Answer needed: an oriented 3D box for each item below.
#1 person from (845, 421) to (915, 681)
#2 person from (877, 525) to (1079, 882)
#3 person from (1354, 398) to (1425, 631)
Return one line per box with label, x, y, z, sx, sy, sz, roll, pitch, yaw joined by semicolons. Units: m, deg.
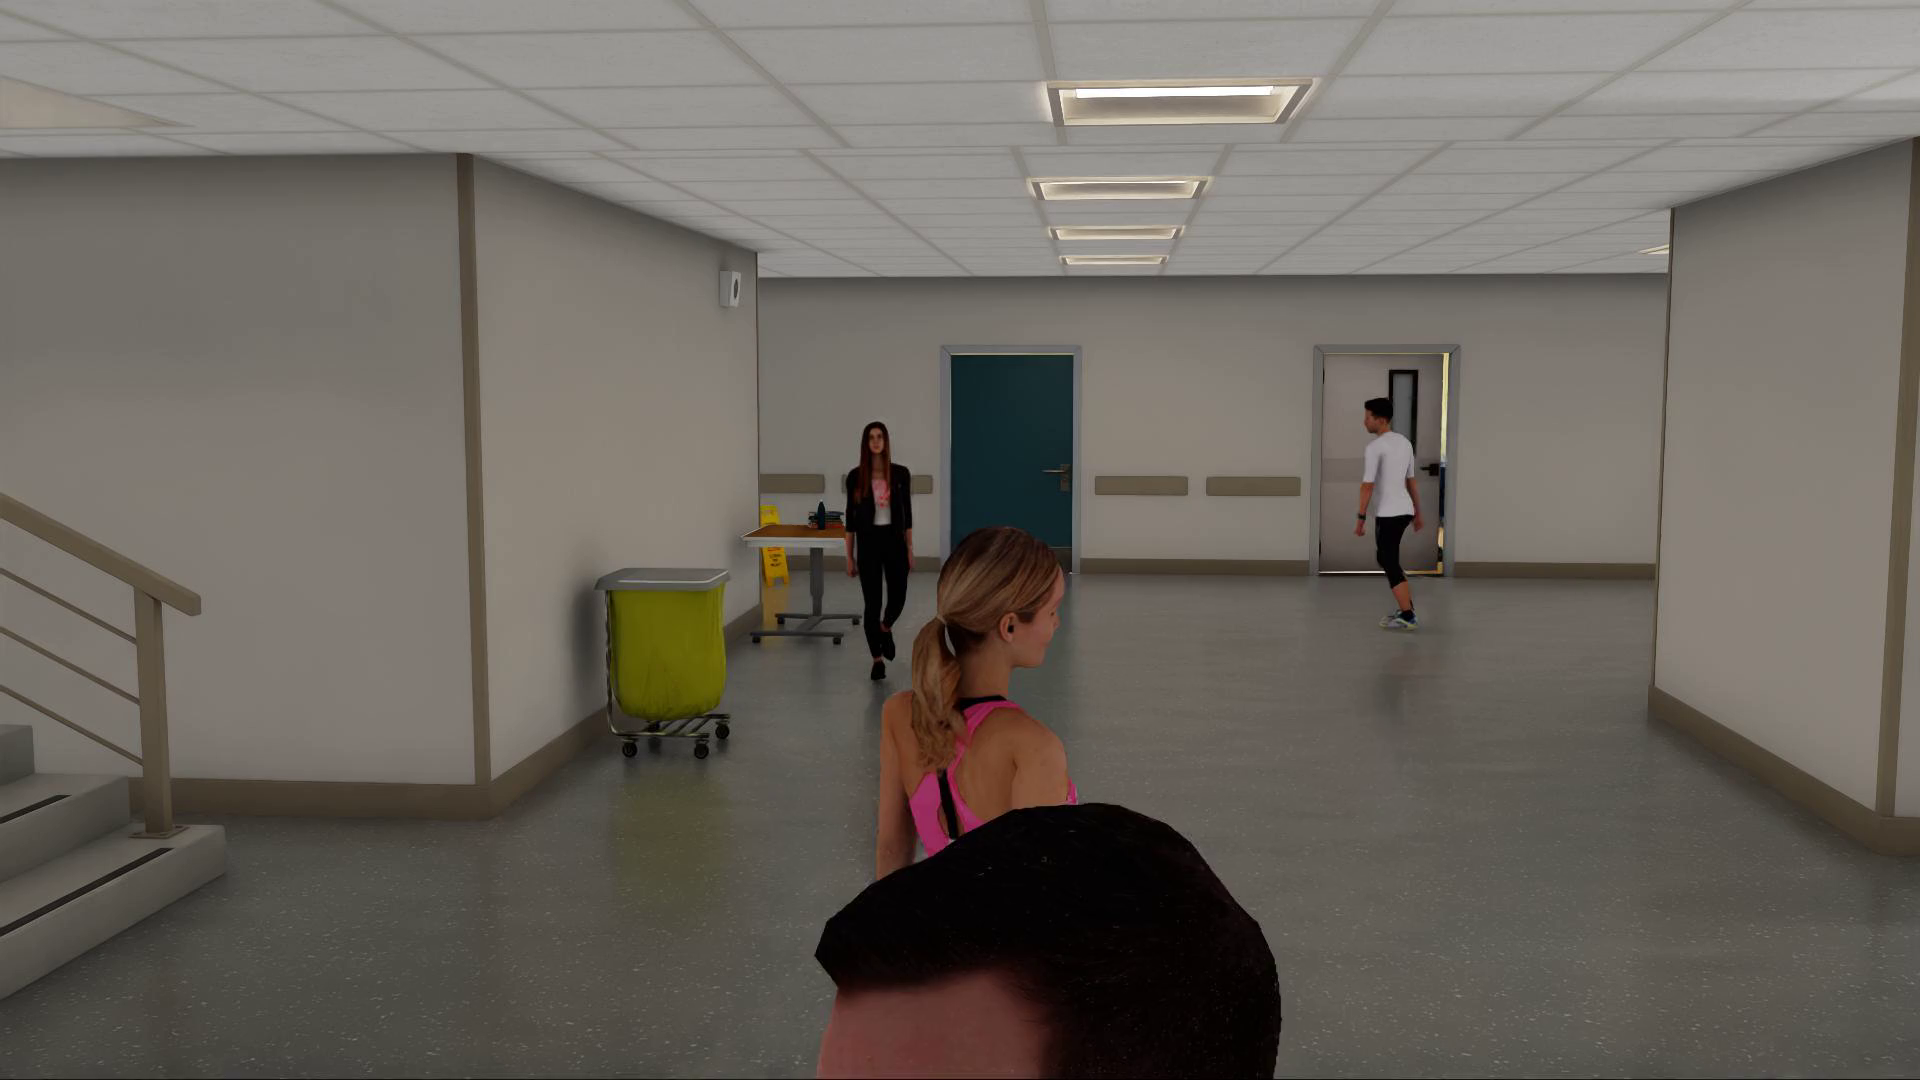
person;-0.531;0.068;11.095;0.857;1.699;0.782;-1;6;-7
person;-0.067;0.892;2.739;1.212;1.732;1.185;5;8;42
person;3.454;-0.189;13.053;0.831;1.819;0.881;-4;7;-33
